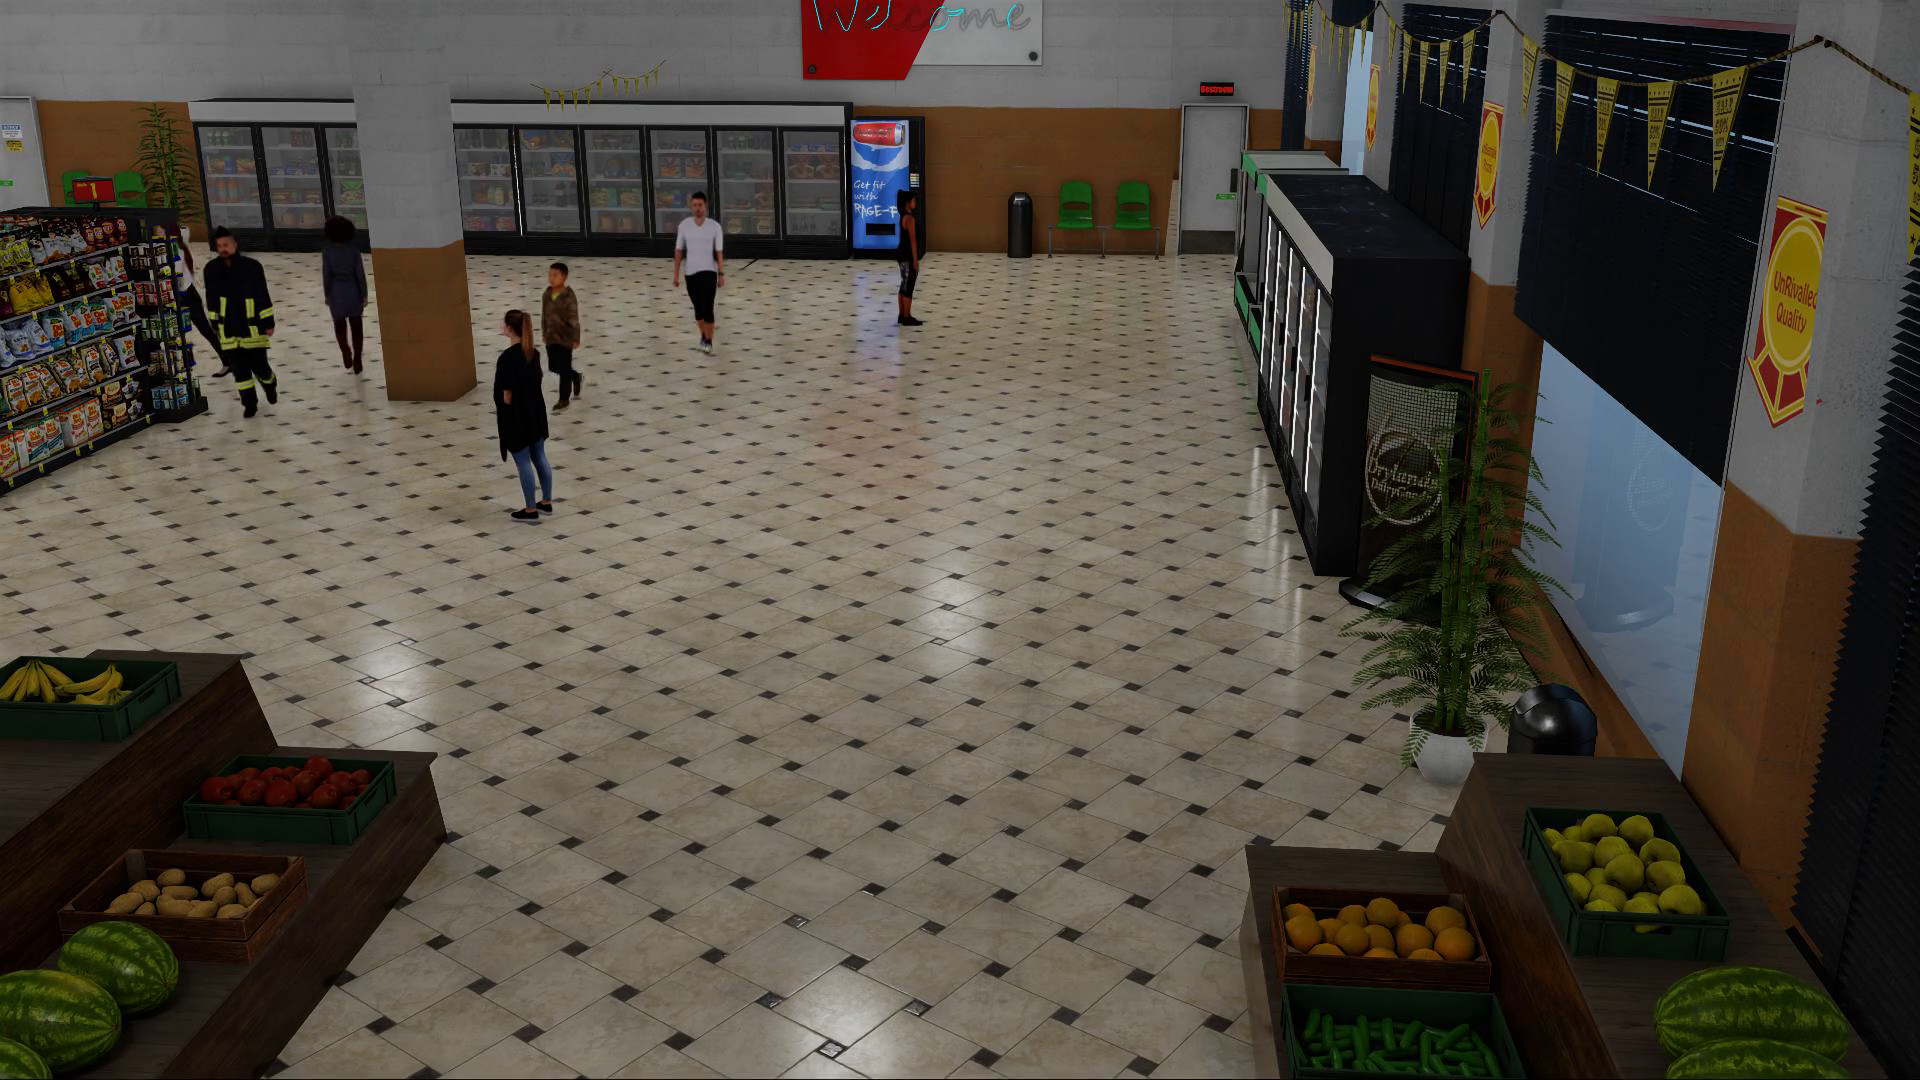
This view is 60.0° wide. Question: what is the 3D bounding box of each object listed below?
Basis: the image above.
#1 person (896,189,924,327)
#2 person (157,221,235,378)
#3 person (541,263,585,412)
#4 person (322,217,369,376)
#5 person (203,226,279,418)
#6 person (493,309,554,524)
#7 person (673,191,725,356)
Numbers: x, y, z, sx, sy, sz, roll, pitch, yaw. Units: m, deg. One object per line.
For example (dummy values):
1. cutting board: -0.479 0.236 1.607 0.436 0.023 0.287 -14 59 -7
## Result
1. person: -0.648 -3.503 20.578 0.713 1.663 0.582 -7 20 -19
2. person: -8.022 -2.472 17.467 1.082 1.698 1.172 -9 21 -26
3. person: -3.949 -2.043 16.594 0.764 1.442 0.944 8 20 23
4. person: -6.567 -2.572 17.770 0.785 1.693 0.939 -5 19 -16
5. person: -7.019 -2.149 16.277 0.856 1.845 0.921 -4 19 -11
6. person: -3.416 -0.976 13.052 0.768 1.683 0.629 9 21 26
7. person: -2.946 -3.042 18.965 0.680 1.819 1.075 2 19 5
